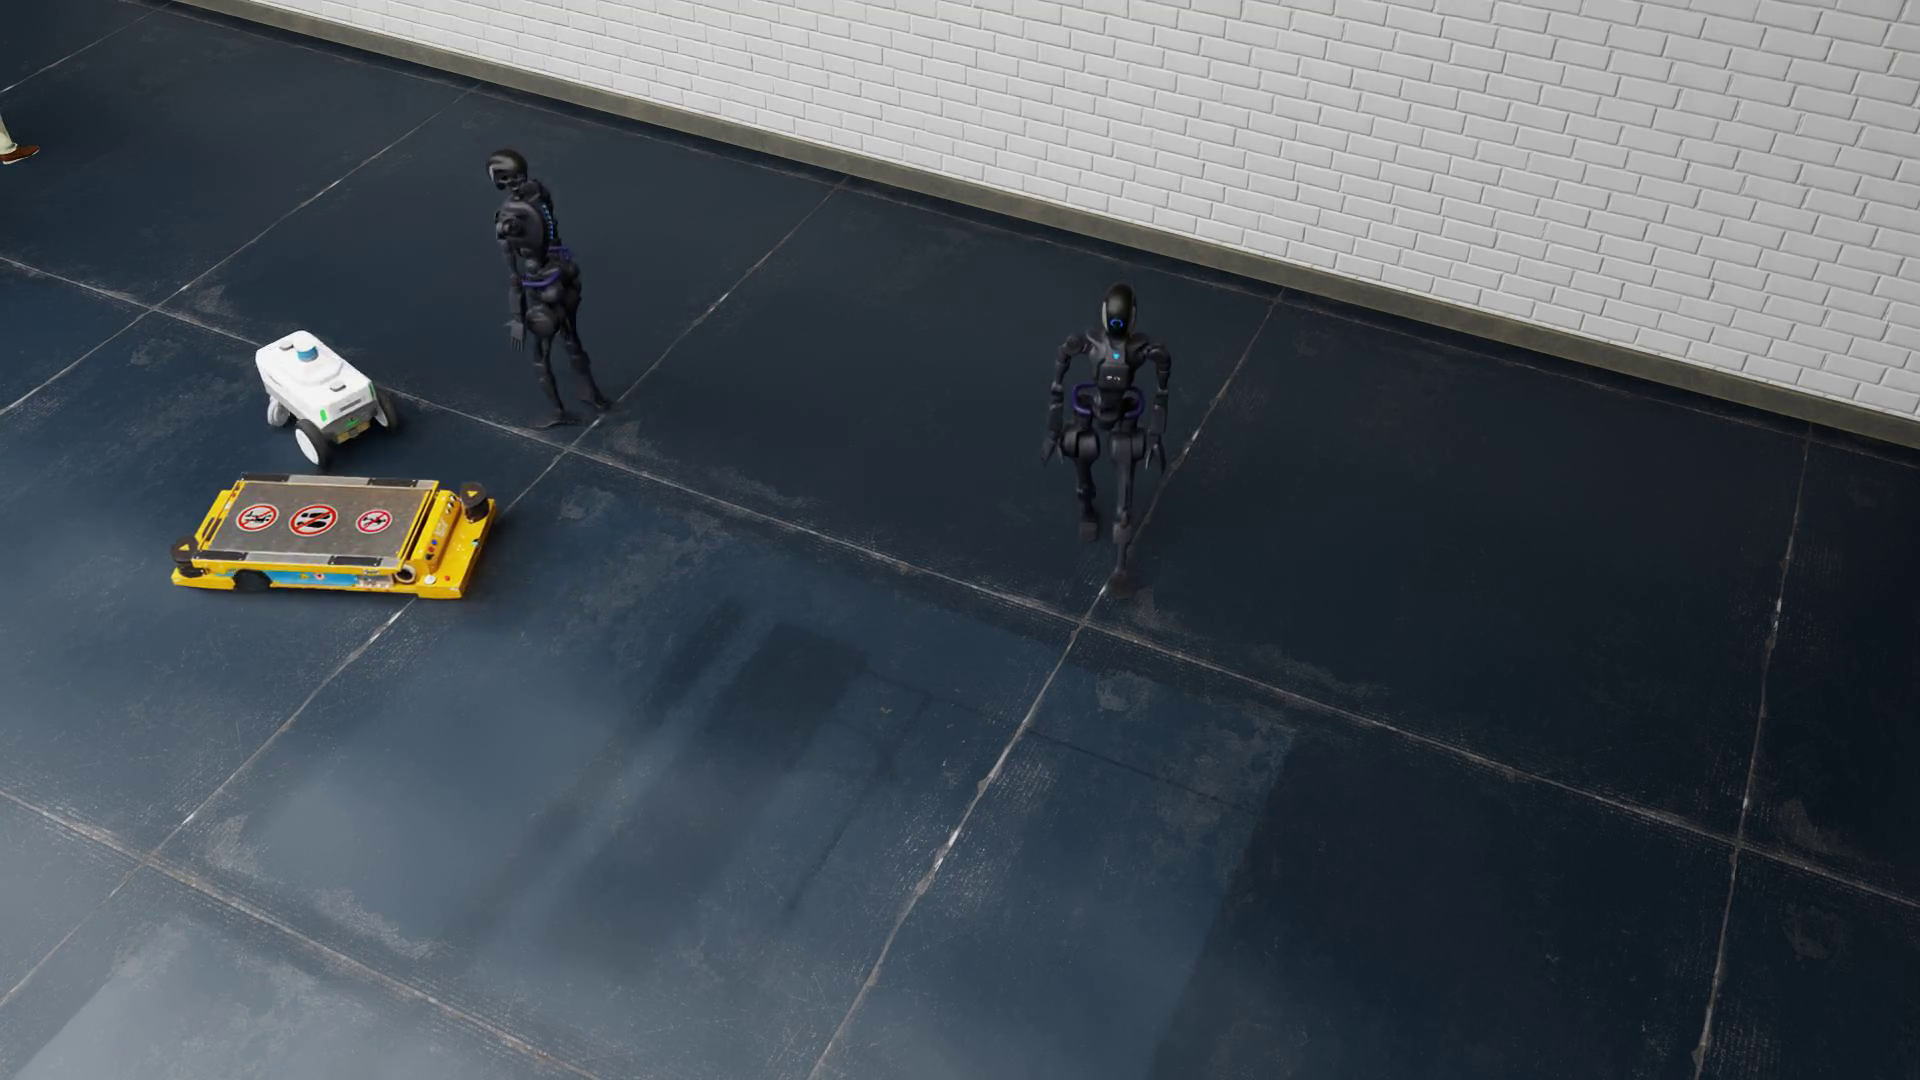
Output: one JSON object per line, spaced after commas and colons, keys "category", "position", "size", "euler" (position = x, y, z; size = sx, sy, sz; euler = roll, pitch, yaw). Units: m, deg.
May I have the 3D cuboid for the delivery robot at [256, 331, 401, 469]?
{"category": "delivery robot", "position": [-3.425, -0.791, 8.892], "size": [0.752, 0.585, 0.523], "euler": [33, 52, 31]}

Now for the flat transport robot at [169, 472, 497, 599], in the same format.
{"category": "flat transport robot", "position": [-3.107, -0.022, 8.279], "size": [1.431, 0.231, 0.659], "euler": [2, 43, 3]}

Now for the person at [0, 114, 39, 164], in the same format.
{"category": "person", "position": [-6.468, -3.209, 10.712], "size": [0.507, 1.631, 0.265], "euler": [16, 45, 17]}

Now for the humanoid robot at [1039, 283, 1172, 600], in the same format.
{"category": "humanoid robot", "position": [0.676, -0.486, 7.768], "size": [0.607, 1.622, 0.775], "euler": [2, 43, 2]}

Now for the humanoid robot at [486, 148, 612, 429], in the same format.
{"category": "humanoid robot", "position": [-2.158, -1.290, 8.612], "size": [0.318, 1.648, 0.596], "euler": [8, 43, 9]}
